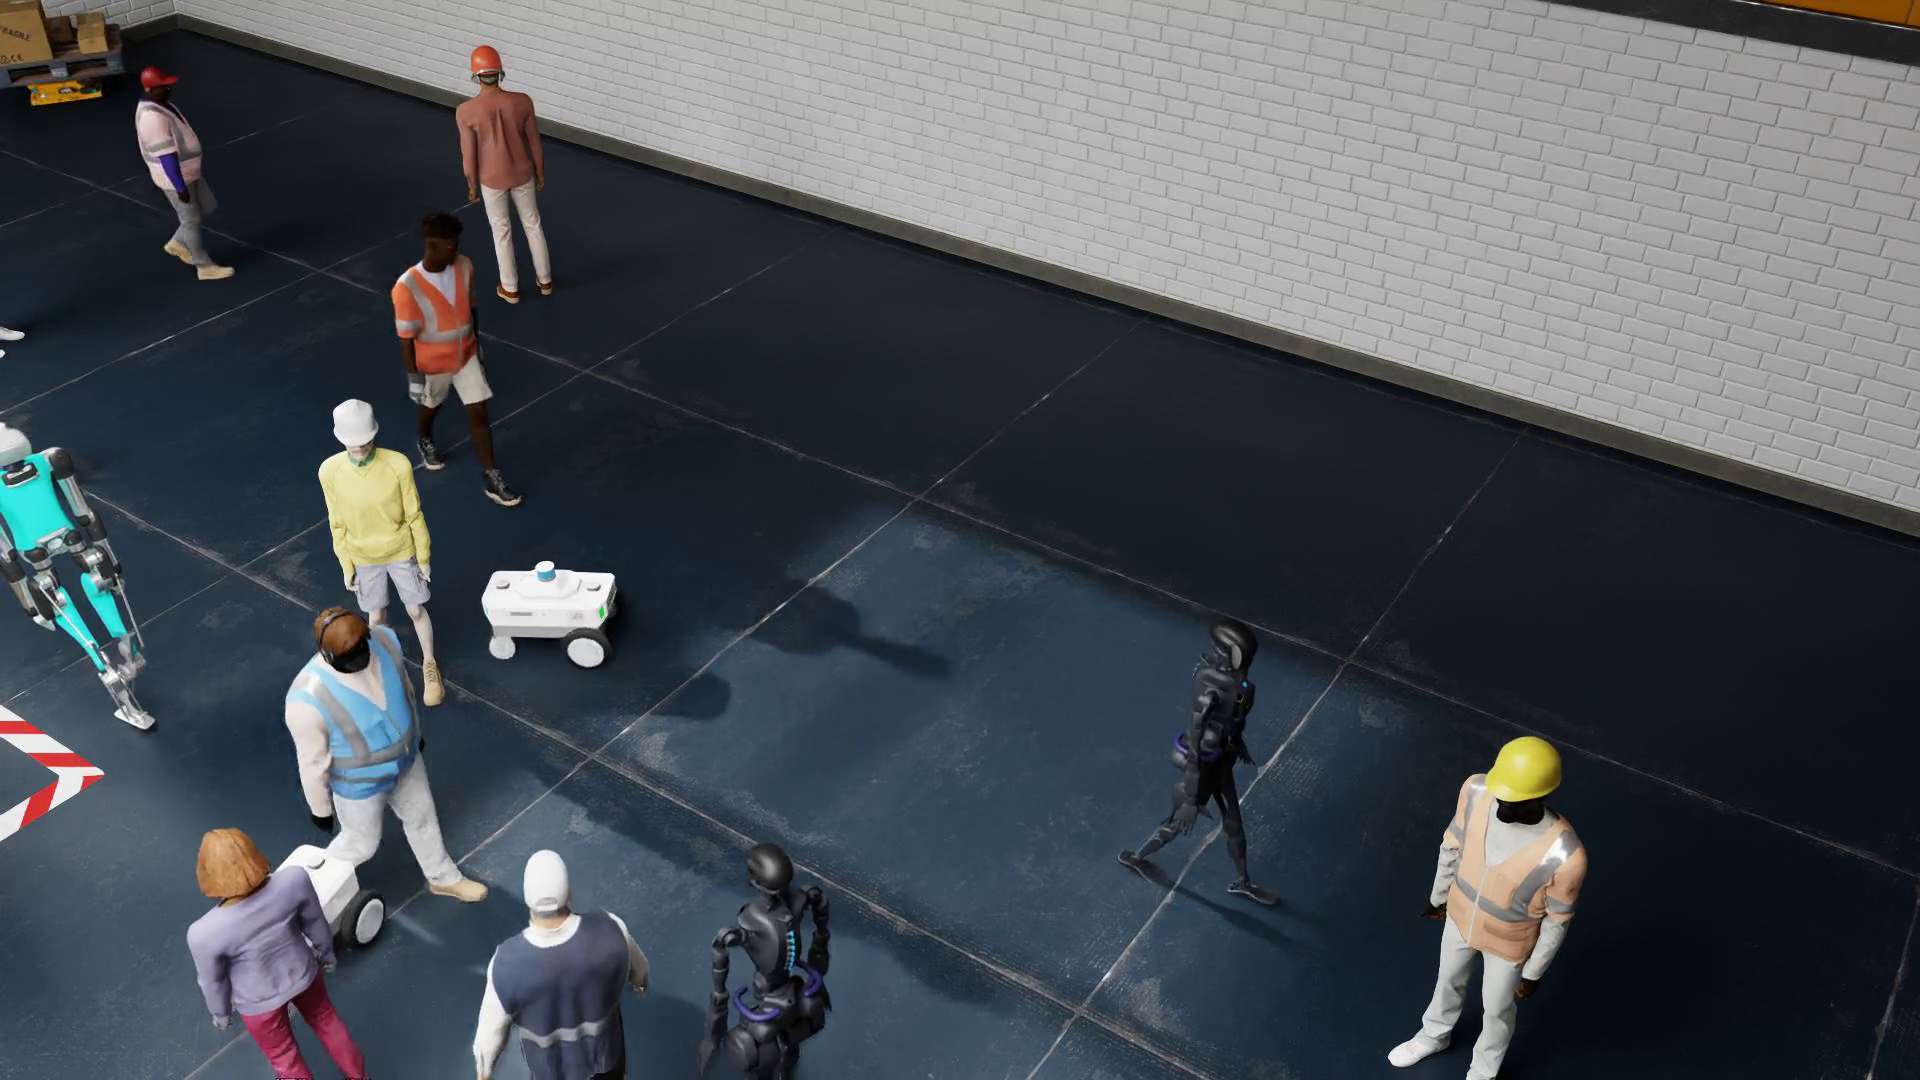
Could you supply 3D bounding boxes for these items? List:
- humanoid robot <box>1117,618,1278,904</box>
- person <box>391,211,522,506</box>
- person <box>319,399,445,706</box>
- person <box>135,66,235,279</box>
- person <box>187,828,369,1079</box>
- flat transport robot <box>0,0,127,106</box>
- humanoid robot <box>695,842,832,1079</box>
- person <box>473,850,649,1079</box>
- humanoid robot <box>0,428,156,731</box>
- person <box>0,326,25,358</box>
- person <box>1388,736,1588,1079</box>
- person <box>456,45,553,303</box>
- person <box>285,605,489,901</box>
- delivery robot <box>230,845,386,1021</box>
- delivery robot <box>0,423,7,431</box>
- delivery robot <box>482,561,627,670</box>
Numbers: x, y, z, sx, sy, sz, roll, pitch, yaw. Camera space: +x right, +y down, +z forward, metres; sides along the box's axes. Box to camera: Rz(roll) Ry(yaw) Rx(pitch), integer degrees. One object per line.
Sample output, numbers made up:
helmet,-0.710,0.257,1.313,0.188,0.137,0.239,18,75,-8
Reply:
humanoid robot,1.146,1.019,7.622,0.788,1.623,0.612,19,39,25
person,-3.286,-1.181,10.534,1.033,1.898,0.667,27,43,33
person,-3.029,0.072,8.761,0.480,1.887,0.403,-8,36,-11
person,-6.135,-2.859,13.070,0.438,1.743,0.612,-8,36,-11
person,-2.706,1.756,6.570,0.296,1.623,0.514,25,42,31
flat transport robot,-9.224,-4.823,17.156,0.659,0.231,1.431,-14,37,-19
humanoid robot,-0.750,1.828,6.456,0.605,1.642,0.619,-27,43,-33
person,-1.519,1.838,6.359,0.696,1.730,0.688,-11,36,-15
humanoid robot,-4.492,0.320,8.564,0.862,1.783,0.548,26,42,32
person,-7.276,-2.225,12.049,0.310,1.868,0.528,1,35,2
person,2.112,1.531,6.631,0.365,1.927,0.586,-23,41,-29
person,-3.488,-2.794,12.753,0.616,1.992,0.394,-18,39,-24
person,-2.709,1.004,7.495,0.728,1.817,0.654,12,37,16
delivery robot,-3.026,1.746,7.533,0.499,0.610,0.808,11,36,15
delivery robot,-6.541,-0.510,10.749,0.802,0.602,0.499,-8,36,-12
delivery robot,-2.311,0.388,9.453,0.789,0.587,0.499,1,35,2
